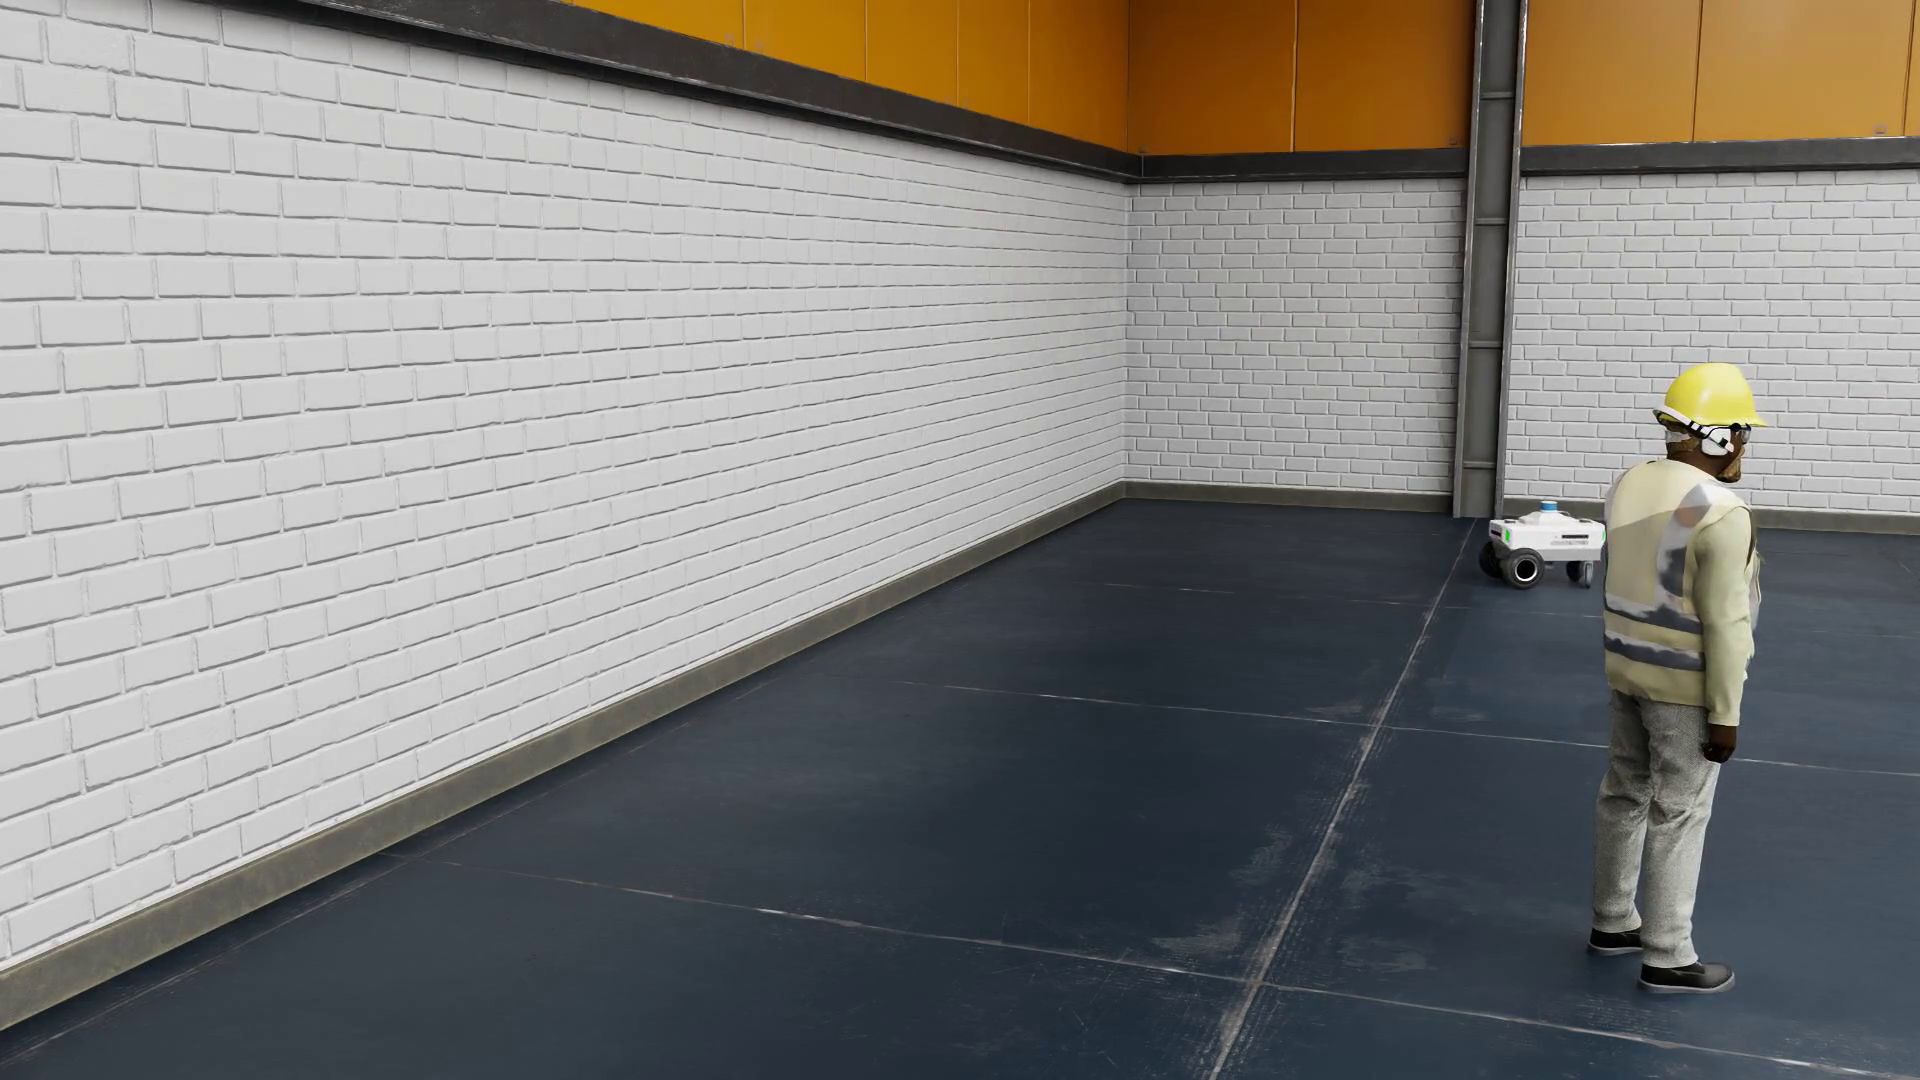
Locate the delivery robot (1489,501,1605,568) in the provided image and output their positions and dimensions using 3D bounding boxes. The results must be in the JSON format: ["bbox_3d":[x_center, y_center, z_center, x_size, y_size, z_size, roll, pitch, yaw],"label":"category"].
[{"bbox_3d":[3.930,-0.019,11.135,0.707,0.478,0.477,0,9,-4],"label":"delivery robot"}]

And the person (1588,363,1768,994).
[{"bbox_3d":[2.088,0.401,4.834,0.403,1.824,0.593,-2,9,-11],"label":"person"}]
